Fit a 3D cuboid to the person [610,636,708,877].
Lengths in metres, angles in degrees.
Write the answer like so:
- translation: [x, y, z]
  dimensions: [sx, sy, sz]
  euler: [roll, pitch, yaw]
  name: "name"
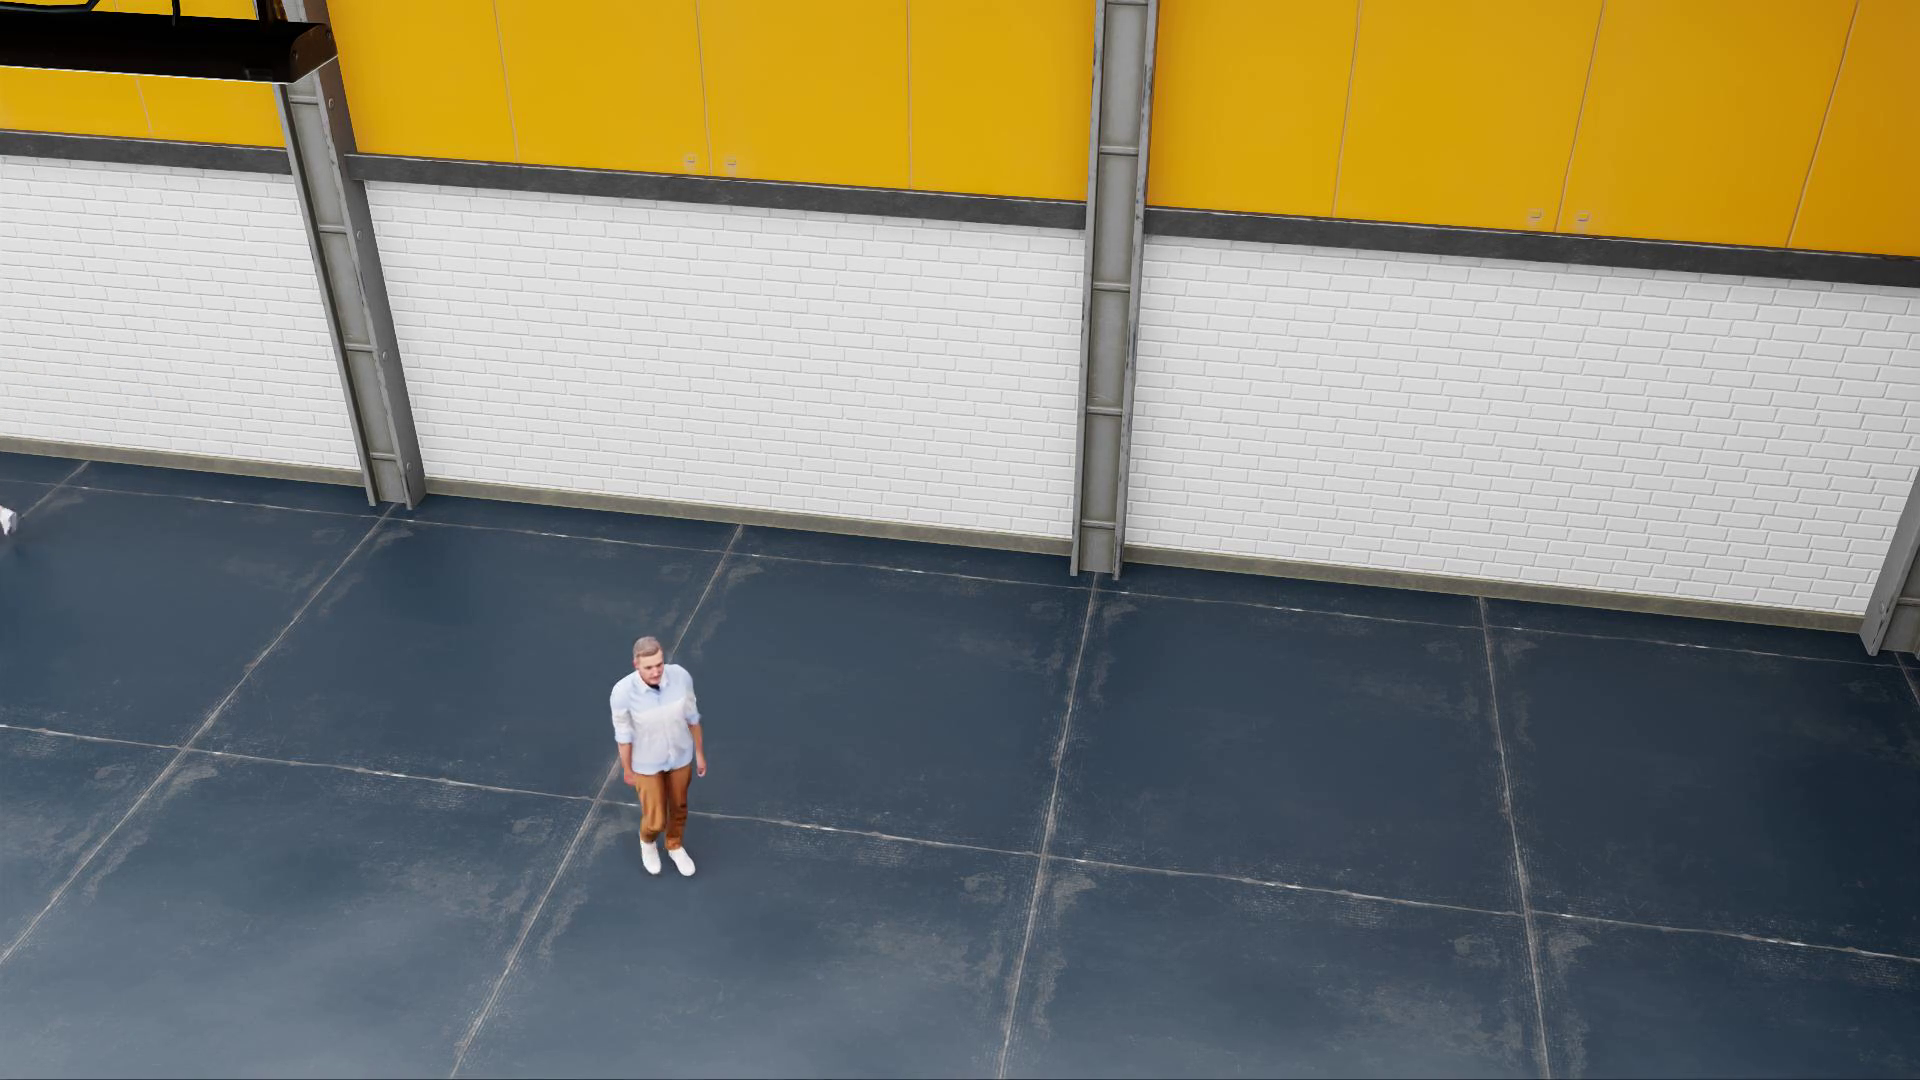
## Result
- translation: [-1.858, 1.271, 10.150]
  dimensions: [0.808, 1.813, 0.865]
  euler: [-21, 39, -28]
  name: "person"
